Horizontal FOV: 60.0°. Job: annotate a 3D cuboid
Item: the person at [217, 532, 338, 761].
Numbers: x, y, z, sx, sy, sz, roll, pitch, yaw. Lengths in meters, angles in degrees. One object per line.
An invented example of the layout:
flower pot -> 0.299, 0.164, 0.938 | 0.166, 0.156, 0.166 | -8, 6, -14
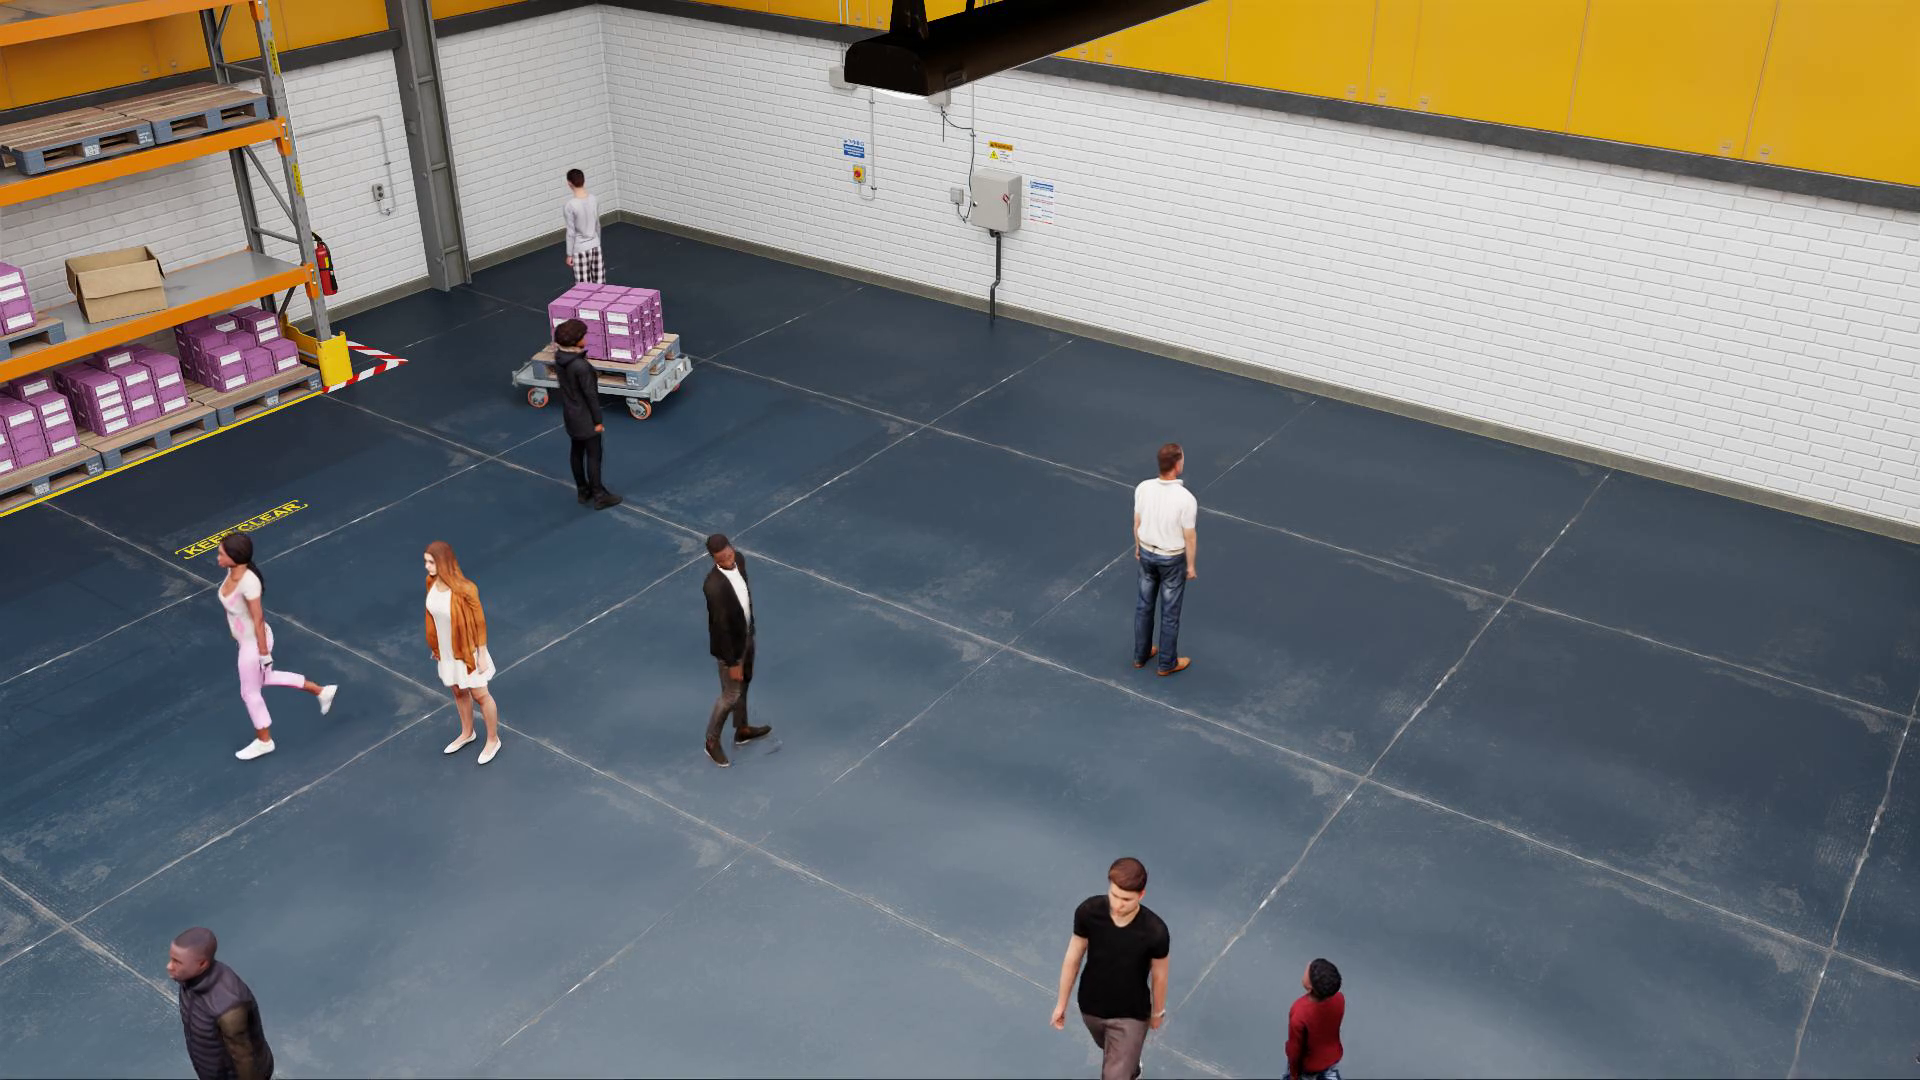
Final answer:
person -> -4.810, 0.693, 11.542 | 1.074, 1.722, 0.833 | -17, 33, -28

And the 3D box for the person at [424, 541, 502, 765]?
person -> -3.433, 0.743, 11.452 | 0.659, 1.720, 0.612 | 13, 31, 22

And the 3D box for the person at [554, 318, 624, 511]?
person -> -3.376, -1.117, 14.798 | 0.646, 1.781, 0.625 | 23, 36, 36

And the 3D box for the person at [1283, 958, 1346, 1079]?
person -> 1.845, 2.654, 8.442 | 0.843, 1.246, 0.810 | -12, 31, -21

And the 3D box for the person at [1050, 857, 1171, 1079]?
person -> 0.824, 2.311, 8.475 | 0.714, 1.817, 1.214 | 16, 32, 26

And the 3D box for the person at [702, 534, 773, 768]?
person -> -1.559, 0.683, 11.496 | 0.904, 1.782, 0.743 | -2, 29, -4

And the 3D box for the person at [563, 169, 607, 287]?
person -> -4.185, -3.250, 18.640 | 0.695, 1.845, 0.488 | 22, 35, 34

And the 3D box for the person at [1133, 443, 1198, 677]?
person -> 1.500, 0.149, 12.406 | 0.663, 1.849, 0.566 | 20, 34, 32

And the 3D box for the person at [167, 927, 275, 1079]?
person -> -3.418, 2.551, 8.035 | 1.005, 1.818, 0.795 | -25, 37, -38
